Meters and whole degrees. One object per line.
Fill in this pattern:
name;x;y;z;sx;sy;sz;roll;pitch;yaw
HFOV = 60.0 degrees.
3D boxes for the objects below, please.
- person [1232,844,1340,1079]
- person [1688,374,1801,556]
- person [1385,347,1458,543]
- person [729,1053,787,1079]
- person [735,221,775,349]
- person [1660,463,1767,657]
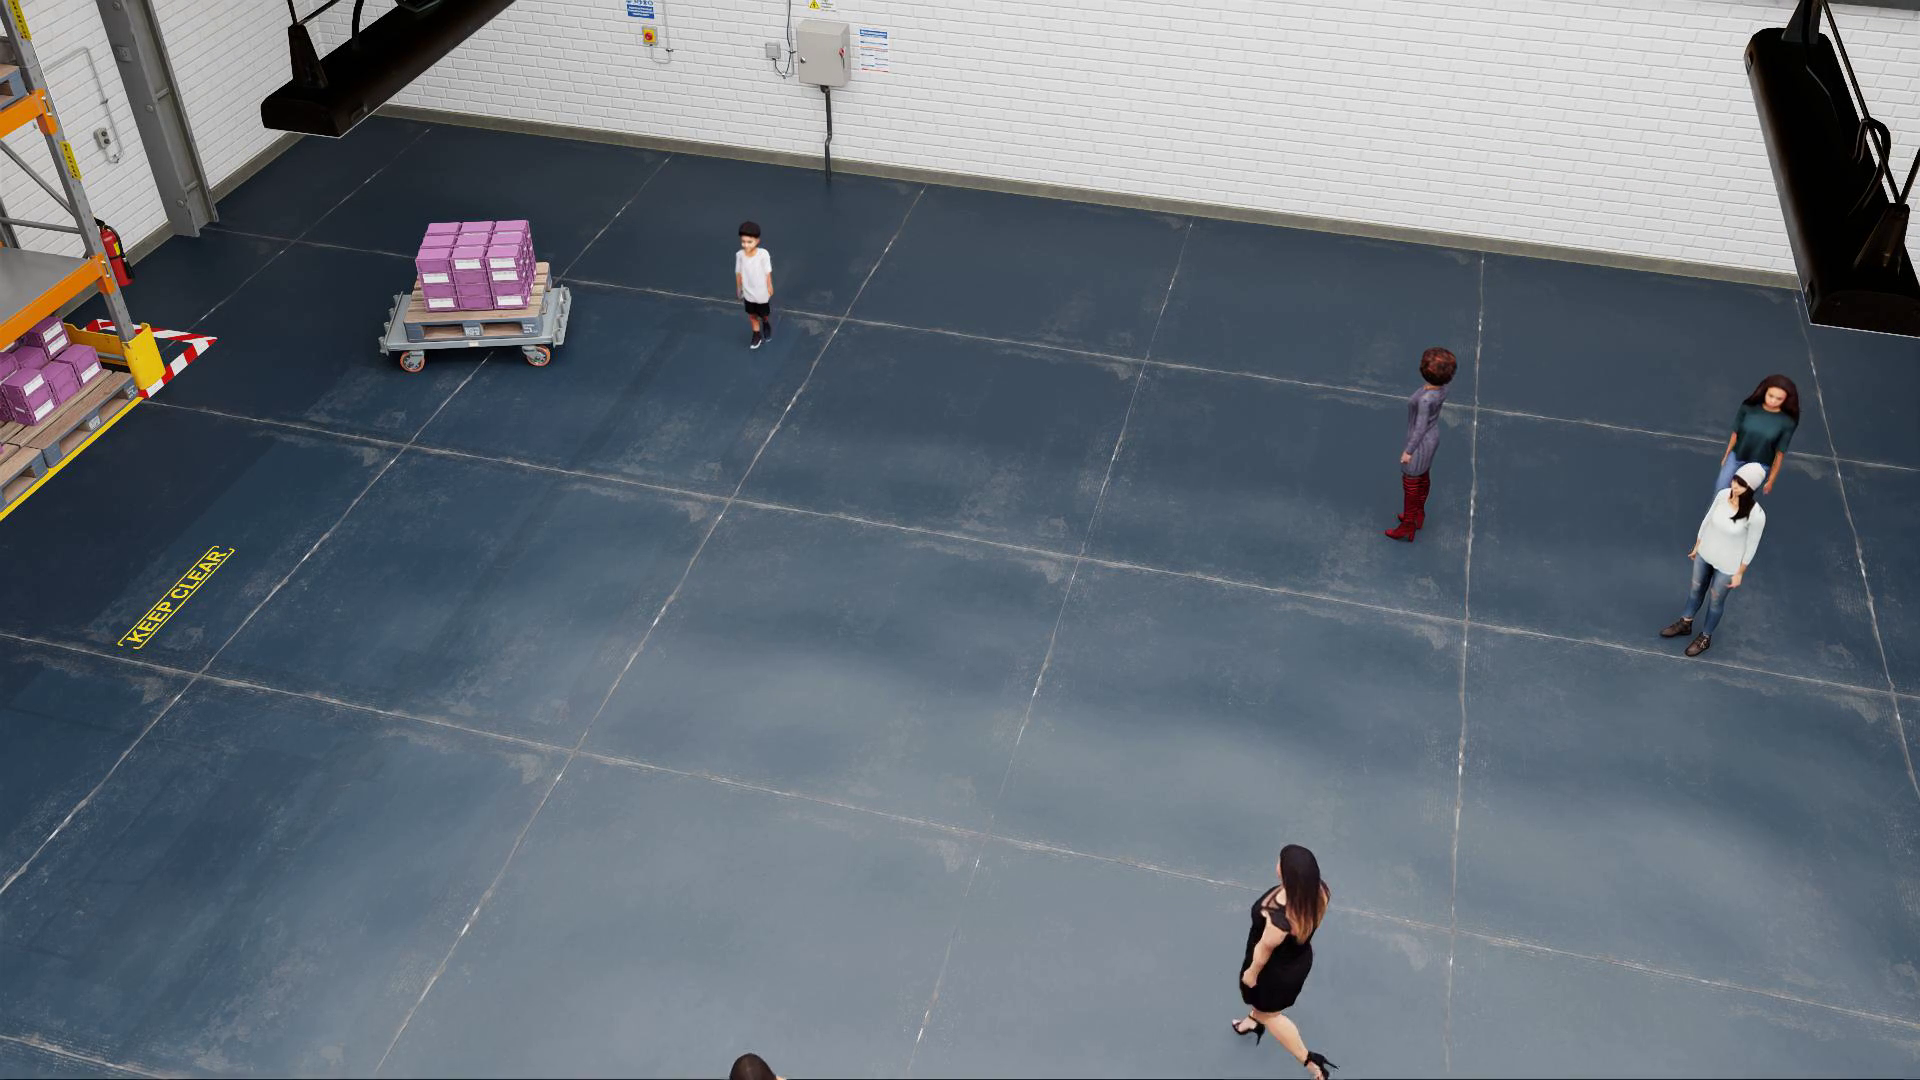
person;1.804;2.356;9.094;0.953;1.701;0.991;30;47;32
person;6.151;-0.620;12.901;0.800;1.601;0.959;27;46;30
person;3.600;-0.746;12.970;0.719;1.710;0.572;25;45;28
person;-1.028;3.011;8.340;0.973;1.617;0.983;-26;45;-29
person;-1.884;-2.389;15.396;0.527;1.251;0.569;4;39;5
person;5.453;0.128;11.929;0.692;1.644;0.626;-19;42;-22
